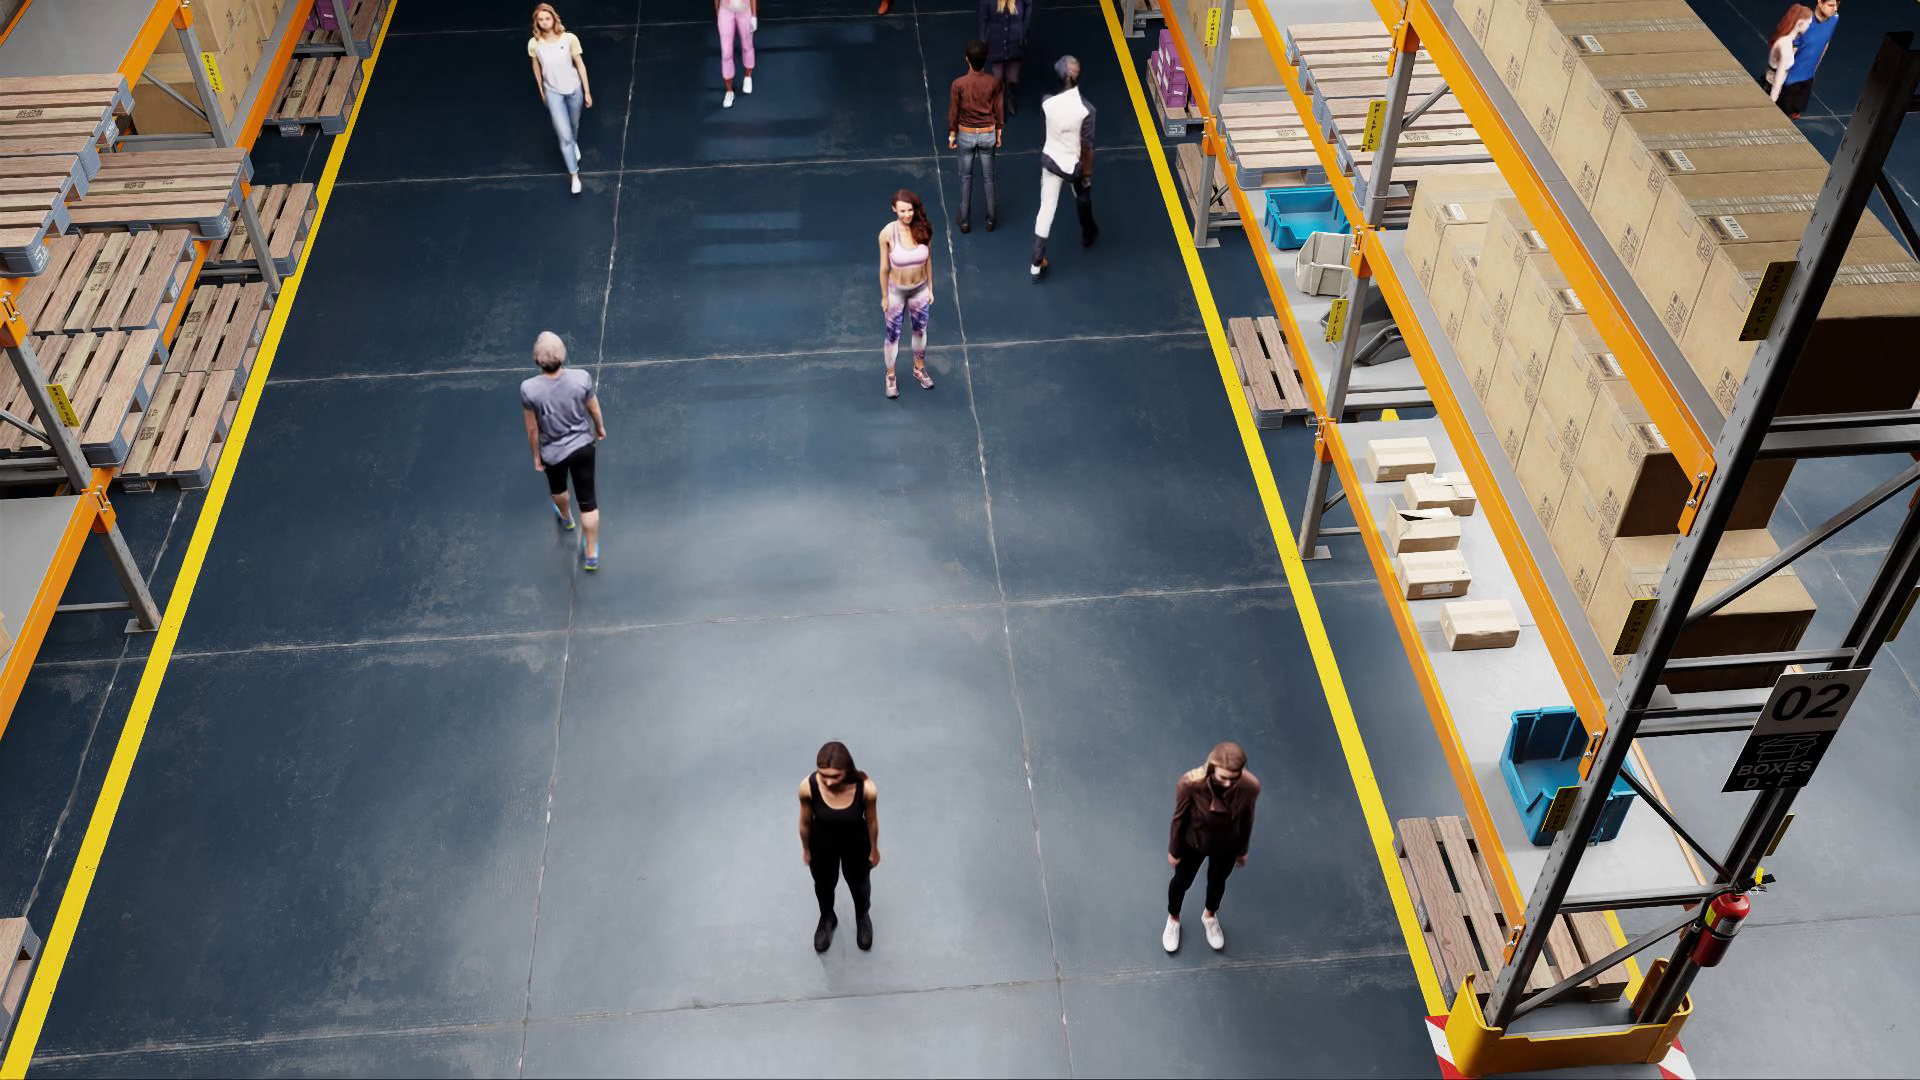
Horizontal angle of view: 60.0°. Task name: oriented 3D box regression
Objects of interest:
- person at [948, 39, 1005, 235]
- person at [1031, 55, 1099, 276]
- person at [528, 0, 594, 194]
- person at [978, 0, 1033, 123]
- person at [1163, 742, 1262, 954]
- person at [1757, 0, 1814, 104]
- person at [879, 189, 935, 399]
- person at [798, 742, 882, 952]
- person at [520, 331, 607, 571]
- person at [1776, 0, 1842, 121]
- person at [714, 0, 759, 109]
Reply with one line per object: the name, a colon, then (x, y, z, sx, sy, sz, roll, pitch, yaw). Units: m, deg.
person: (0.149, -3.496, 14.476, 0.638, 1.777, 0.503, -5, 44, -5)
person: (0.835, -3.098, 14.012, 1.062, 1.841, 1.308, 18, 47, 18)
person: (-3.618, -4.115, 15.196, 0.772, 1.679, 1.181, -10, 45, -10)
person: (0.420, -4.831, 15.956, 0.693, 1.668, 0.699, 1, 44, 1)
person: (1.365, 1.656, 9.118, 0.611, 1.706, 0.510, -1, 44, -1)
person: (7.178, -3.992, 15.036, 1.000, 1.722, 1.016, 21, 48, 21)
person: (-0.412, -1.908, 12.817, 0.651, 1.765, 0.621, -14, 45, -14)
person: (-0.651, 1.669, 9.119, 0.602, 1.687, 0.560, 0, 44, 0)
person: (-2.653, -0.546, 11.324, 0.831, 1.853, 1.087, -13, 45, -13)
person: (7.602, -4.308, 15.275, 0.858, 1.849, 0.944, -21, 47, -20)
person: (-2.171, -5.190, 16.294, 0.604, 1.723, 0.830, -2, 44, -2)
